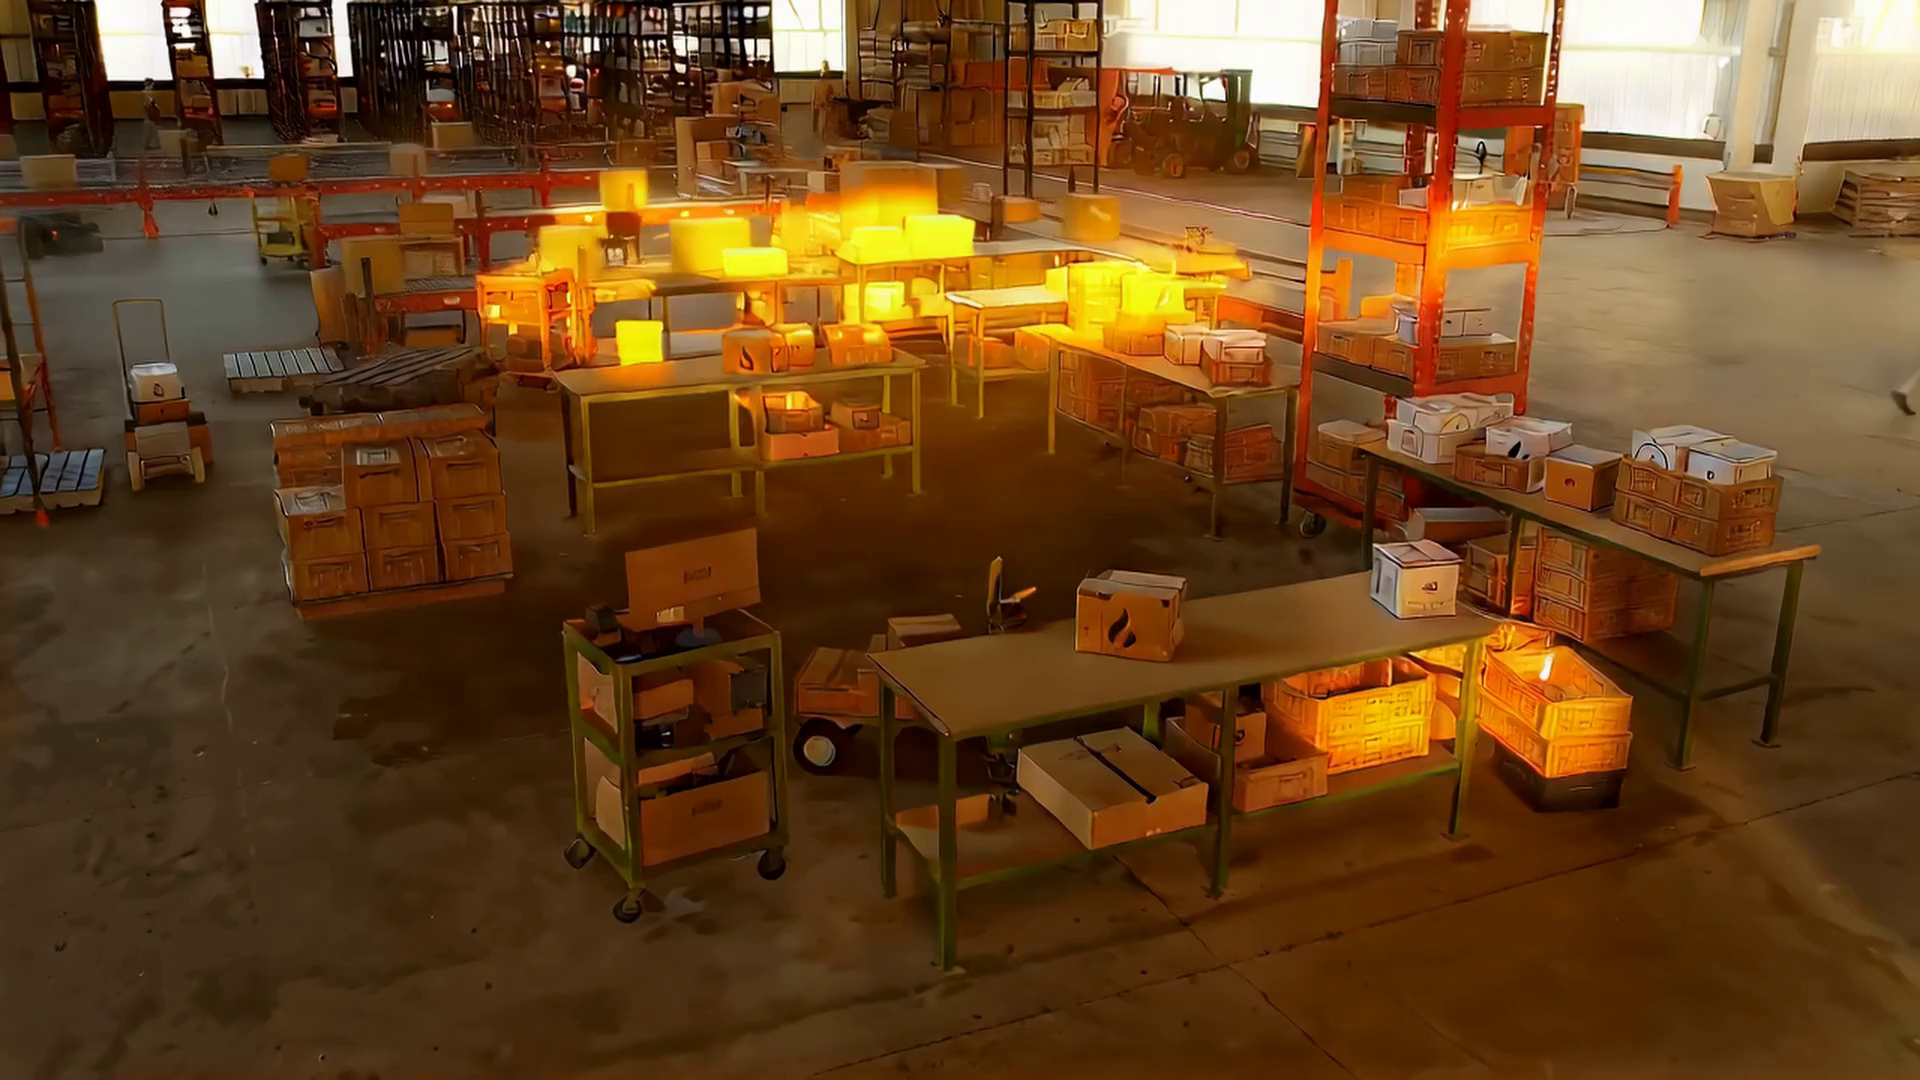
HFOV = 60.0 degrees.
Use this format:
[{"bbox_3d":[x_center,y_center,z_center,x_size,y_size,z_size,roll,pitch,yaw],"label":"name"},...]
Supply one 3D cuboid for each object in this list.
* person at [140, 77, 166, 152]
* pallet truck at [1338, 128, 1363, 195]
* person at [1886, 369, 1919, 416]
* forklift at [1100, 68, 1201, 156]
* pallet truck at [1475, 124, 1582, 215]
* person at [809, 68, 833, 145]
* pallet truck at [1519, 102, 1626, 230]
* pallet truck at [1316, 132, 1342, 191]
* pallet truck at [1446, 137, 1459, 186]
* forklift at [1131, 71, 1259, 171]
[{"bbox_3d":[-20.013,-10.584,41.426,0.766,1.803,0.598,0,18,-1],"label":"person"},{"bbox_3d":[7.845,-7.140,31.411,1.522,1.261,0.704,-9,20,-25],"label":"pallet truck"},{"bbox_3d":[8.496,-1.934,14.138,0.934,1.836,0.536,4,18,13],"label":"person"},{"bbox_3d":[4.082,-9.564,37.410,2.680,1.987,1.157,-8,19,-23],"label":"forklift"},{"bbox_3d":[9.707,-6.455,28.103,1.885,1.965,0.823,-7,19,-20],"label":"pallet truck"},{"bbox_3d":[-3.629,-11.374,43.626,0.629,1.979,0.663,2,18,7],"label":"person"},{"bbox_3d":[9.972,-6.037,26.785,1.885,1.965,0.823,-9,20,-25],"label":"pallet truck"},{"bbox_3d":[7.723,-7.504,32.656,1.601,1.201,0.680,-8,19,-23],"label":"pallet truck"},{"bbox_3d":[9.184,-6.485,29.328,1.630,1.274,0.653,-8,19,-23],"label":"pallet truck"},{"bbox_3d":[4.998,-8.936,35.413,2.680,1.987,1.157,-9,20,-25],"label":"forklift"}]
